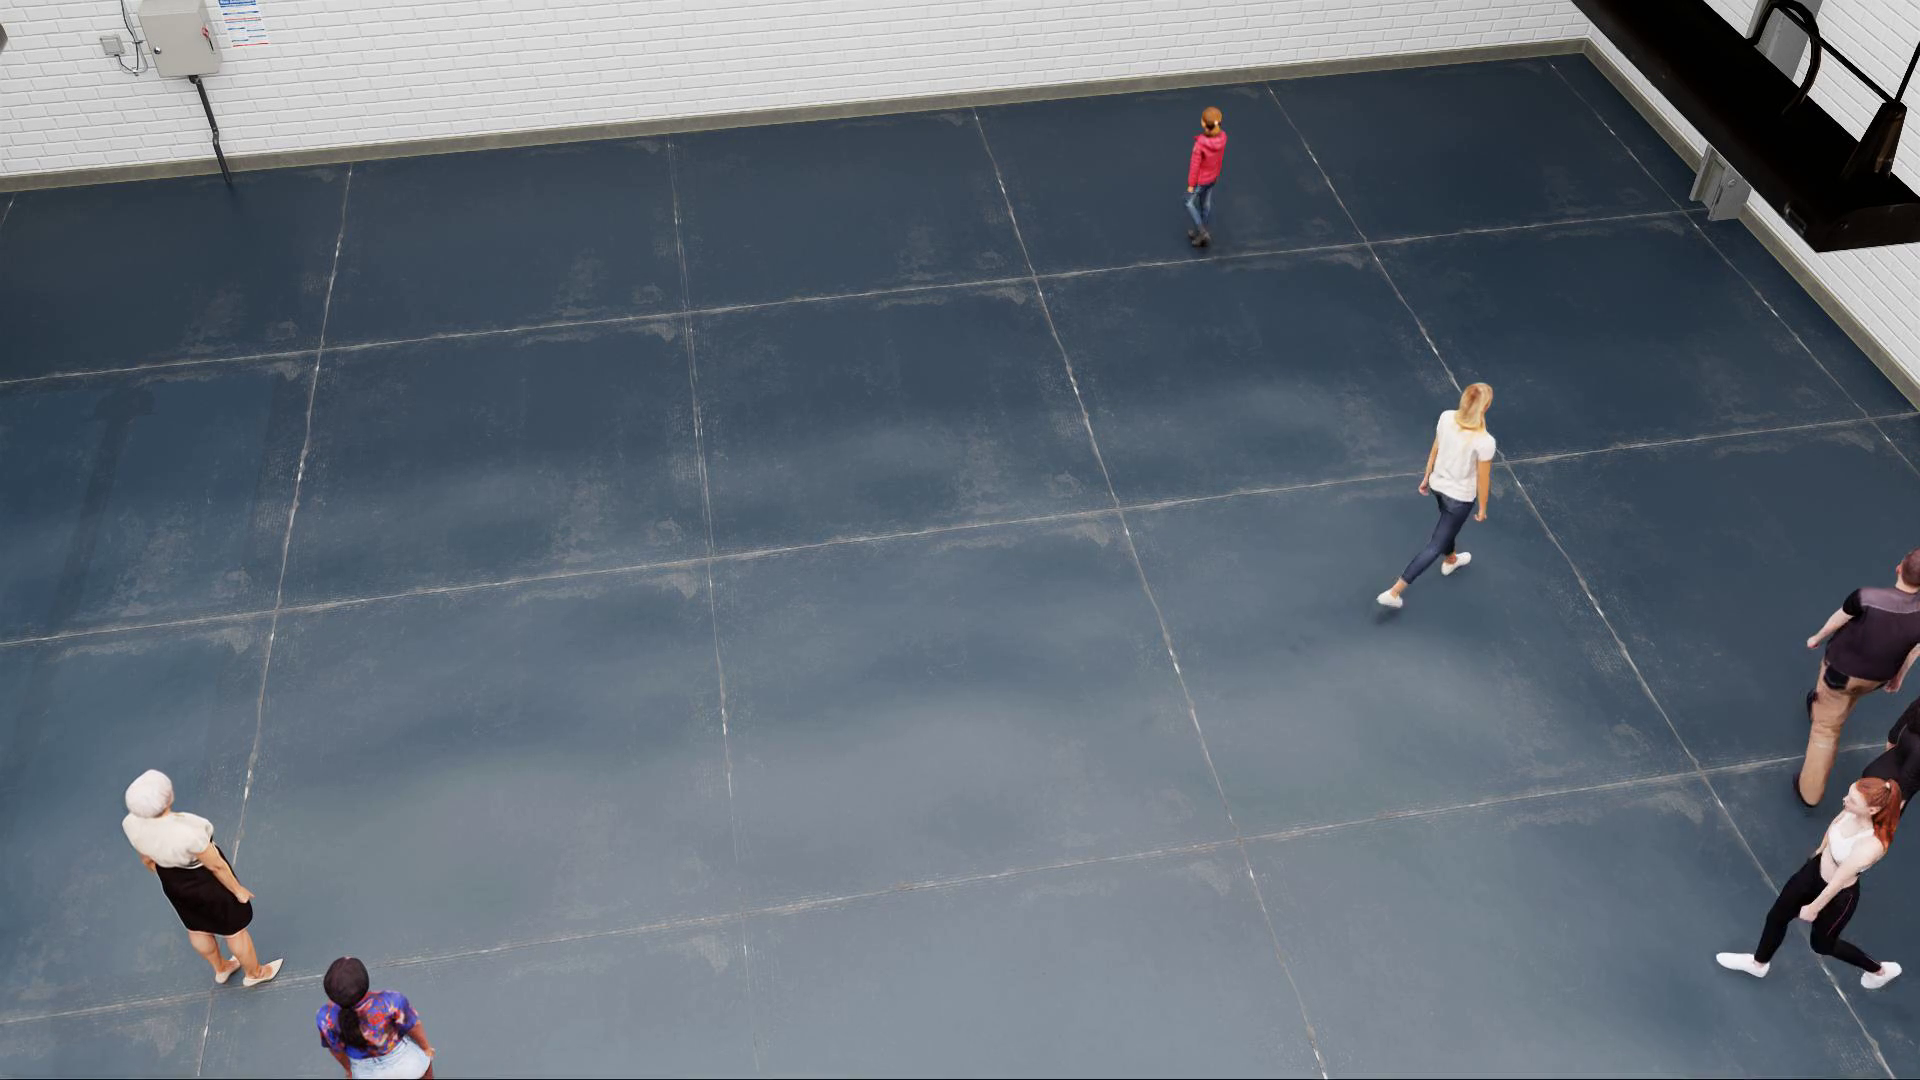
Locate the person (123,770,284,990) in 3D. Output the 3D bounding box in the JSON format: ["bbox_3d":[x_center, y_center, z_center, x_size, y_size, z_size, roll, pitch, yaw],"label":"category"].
[{"bbox_3d":[-4.014,1.819,8.754,0.713,1.754,0.668,9,44,9],"label":"person"}]

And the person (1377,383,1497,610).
[{"bbox_3d":[3.162,-0.257,10.921,0.983,1.772,1.190,-23,48,-22],"label":"person"}]

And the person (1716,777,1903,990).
[{"bbox_3d":[4.657,1.871,8.724,0.931,1.720,1.090,11,45,11],"label":"person"}]

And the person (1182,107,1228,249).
[{"bbox_3d":[2.121,-3.051,14.190,0.627,1.308,0.679,-25,49,-24],"label":"person"}]

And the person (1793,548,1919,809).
[{"bbox_3d":[5.280,0.815,9.777,0.936,1.797,1.282,7,44,7],"label":"person"}]

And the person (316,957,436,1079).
[{"bbox_3d":[-2.760,2.530,8.017,0.609,1.743,0.538,-11,45,-11],"label":"person"}]

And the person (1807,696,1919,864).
[{"bbox_3d":[5.096,1.387,9.173,0.736,1.802,0.619,16,46,16],"label":"person"}]
